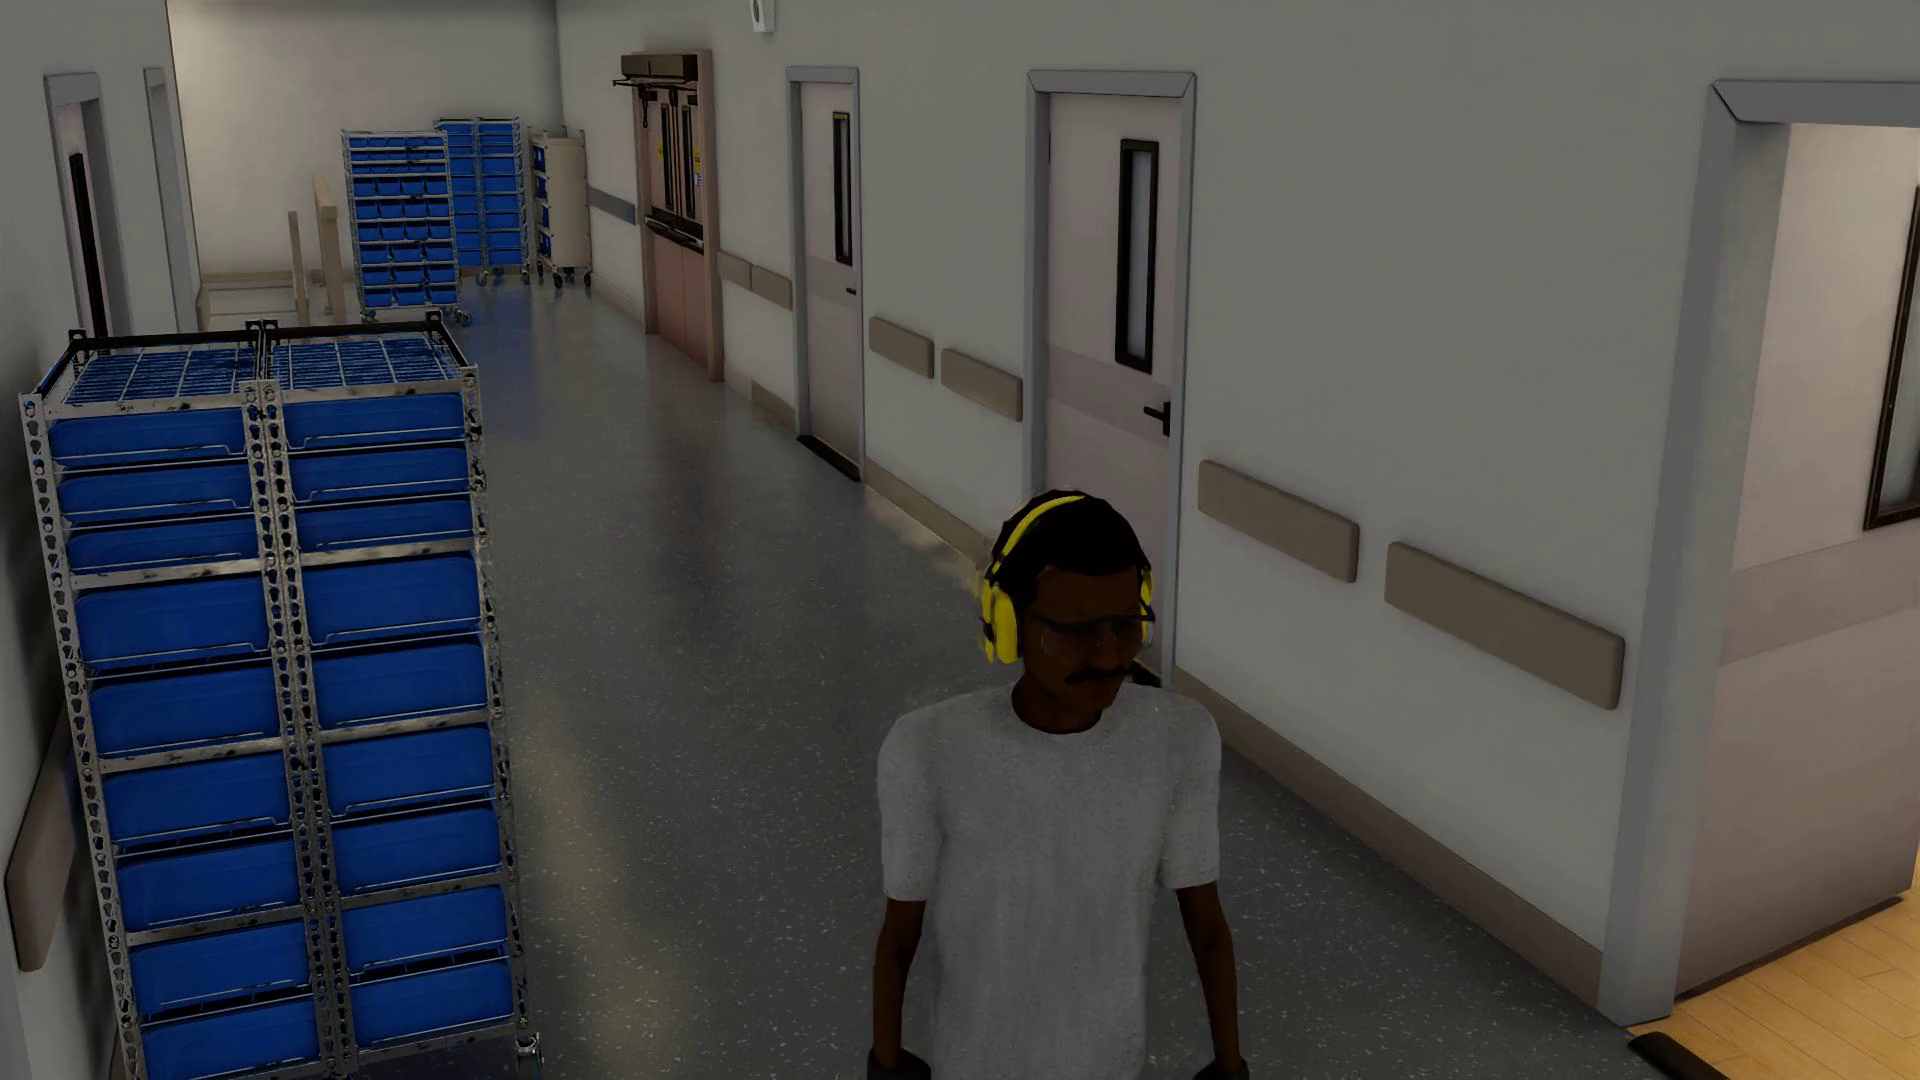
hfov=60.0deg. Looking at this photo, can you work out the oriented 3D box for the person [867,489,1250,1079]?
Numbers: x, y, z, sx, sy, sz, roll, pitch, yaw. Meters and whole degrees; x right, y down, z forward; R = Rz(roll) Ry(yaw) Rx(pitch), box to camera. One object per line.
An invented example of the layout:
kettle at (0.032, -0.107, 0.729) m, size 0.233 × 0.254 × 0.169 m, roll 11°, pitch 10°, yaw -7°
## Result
person at (0.163, 0.828, 2.386) m, size 0.541 × 1.818 × 0.944 m, roll -5°, pitch 17°, yaw -18°
